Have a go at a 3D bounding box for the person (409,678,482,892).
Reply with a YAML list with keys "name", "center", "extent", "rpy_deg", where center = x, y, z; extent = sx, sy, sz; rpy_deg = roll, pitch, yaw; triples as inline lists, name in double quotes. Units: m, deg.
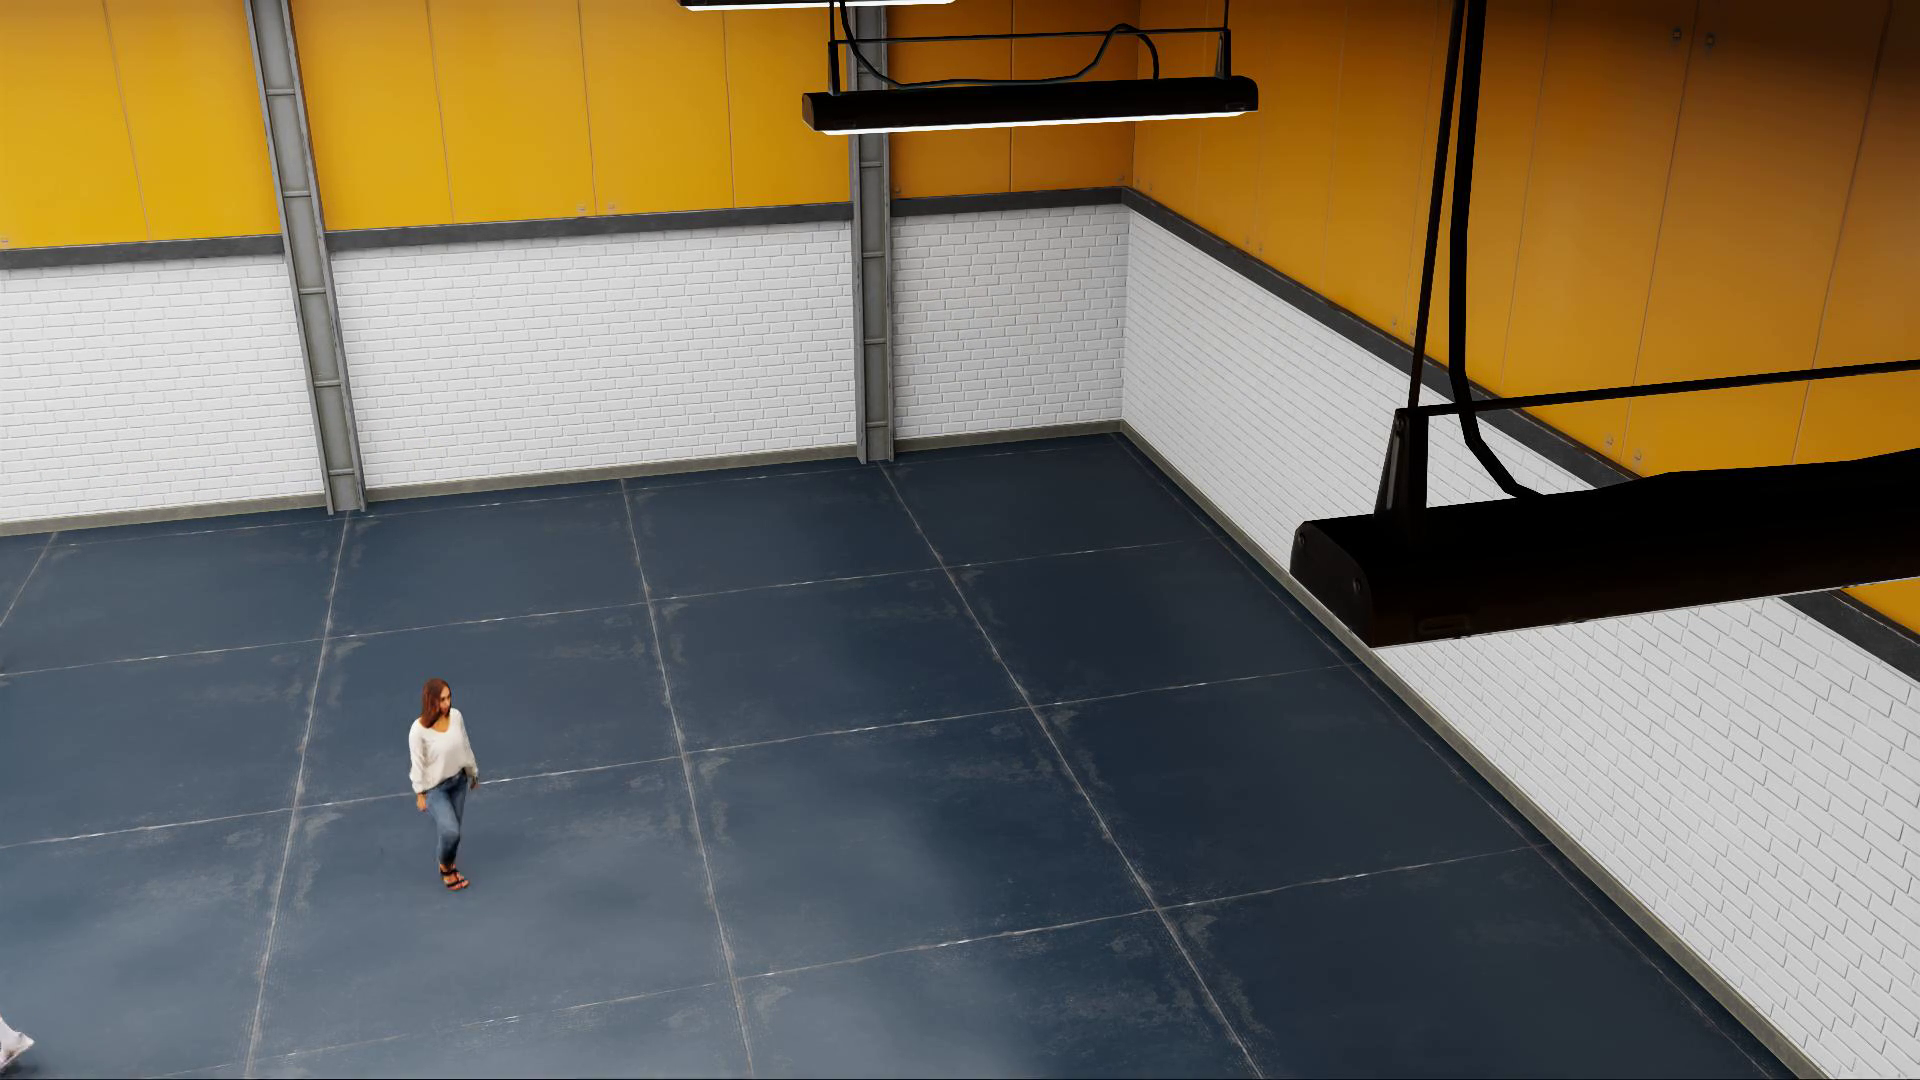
- name: "person"
  center: [-3.685, 1.705, 11.683]
  extent: [0.811, 1.673, 0.742]
  rpy_deg: [15, 28, 30]
